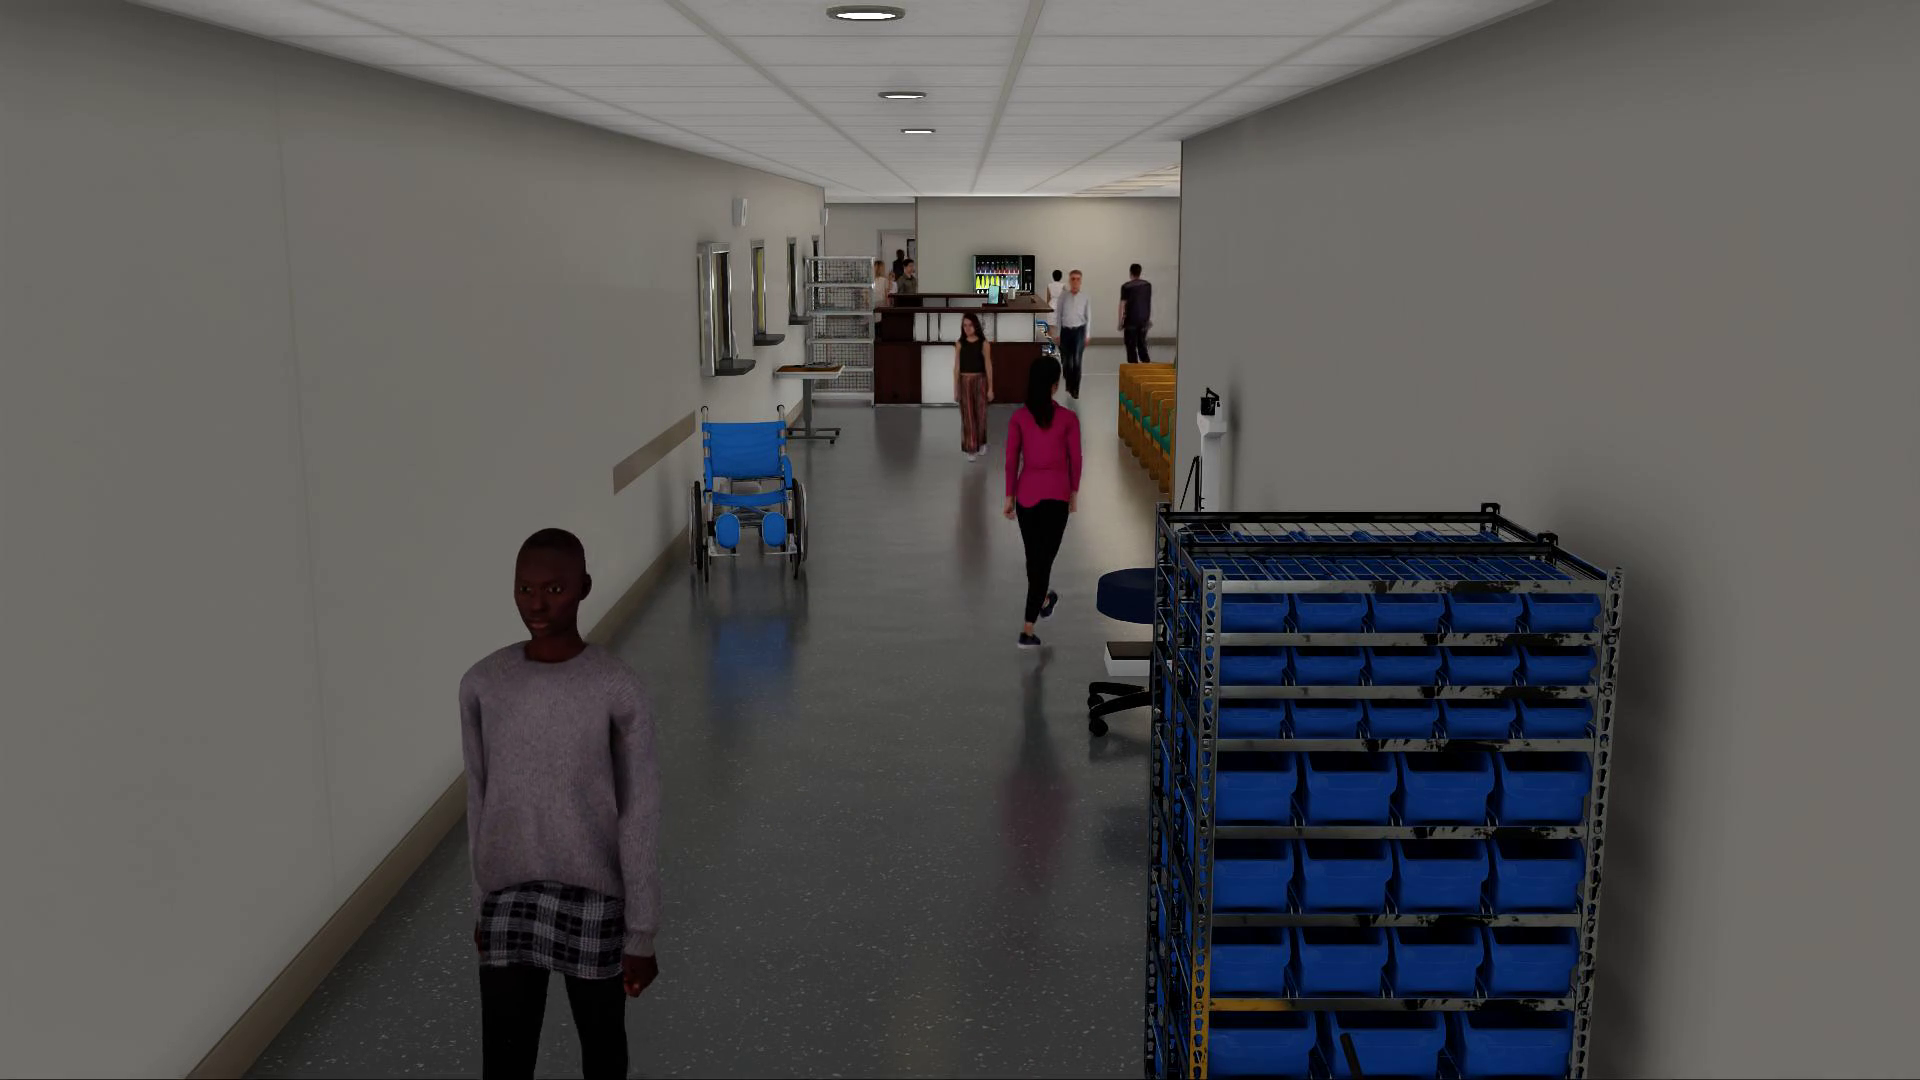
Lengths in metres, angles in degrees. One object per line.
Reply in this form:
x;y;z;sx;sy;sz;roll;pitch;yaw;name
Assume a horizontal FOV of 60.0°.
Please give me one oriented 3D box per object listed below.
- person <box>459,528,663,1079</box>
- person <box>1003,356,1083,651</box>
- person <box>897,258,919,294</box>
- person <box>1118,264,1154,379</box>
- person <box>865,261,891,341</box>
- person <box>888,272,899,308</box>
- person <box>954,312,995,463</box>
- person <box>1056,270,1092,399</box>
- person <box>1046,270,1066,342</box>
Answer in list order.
-0.917;0.835;3.969;0.949;1.746;0.742;1;11;4;person
0.455;-0.173;9.538;1.167;1.649;0.919;3;11;18;person
-0.923;-3.921;28.707;0.771;1.868;0.789;6;12;29;person
2.785;-3.375;25.898;0.843;1.840;0.926;-4;11;-19;person
-1.420;-3.896;28.752;0.983;1.801;0.737;1;11;5;person
-1.721;-6.007;41.286;0.515;1.276;0.622;3;11;16;person
0.151;-1.562;17.218;0.888;1.516;0.751;2;11;11;person
1.593;-2.912;23.575;1.029;1.798;0.803;1;11;7;person
1.919;-4.618;33.219;0.499;1.554;0.653;2;11;9;person
